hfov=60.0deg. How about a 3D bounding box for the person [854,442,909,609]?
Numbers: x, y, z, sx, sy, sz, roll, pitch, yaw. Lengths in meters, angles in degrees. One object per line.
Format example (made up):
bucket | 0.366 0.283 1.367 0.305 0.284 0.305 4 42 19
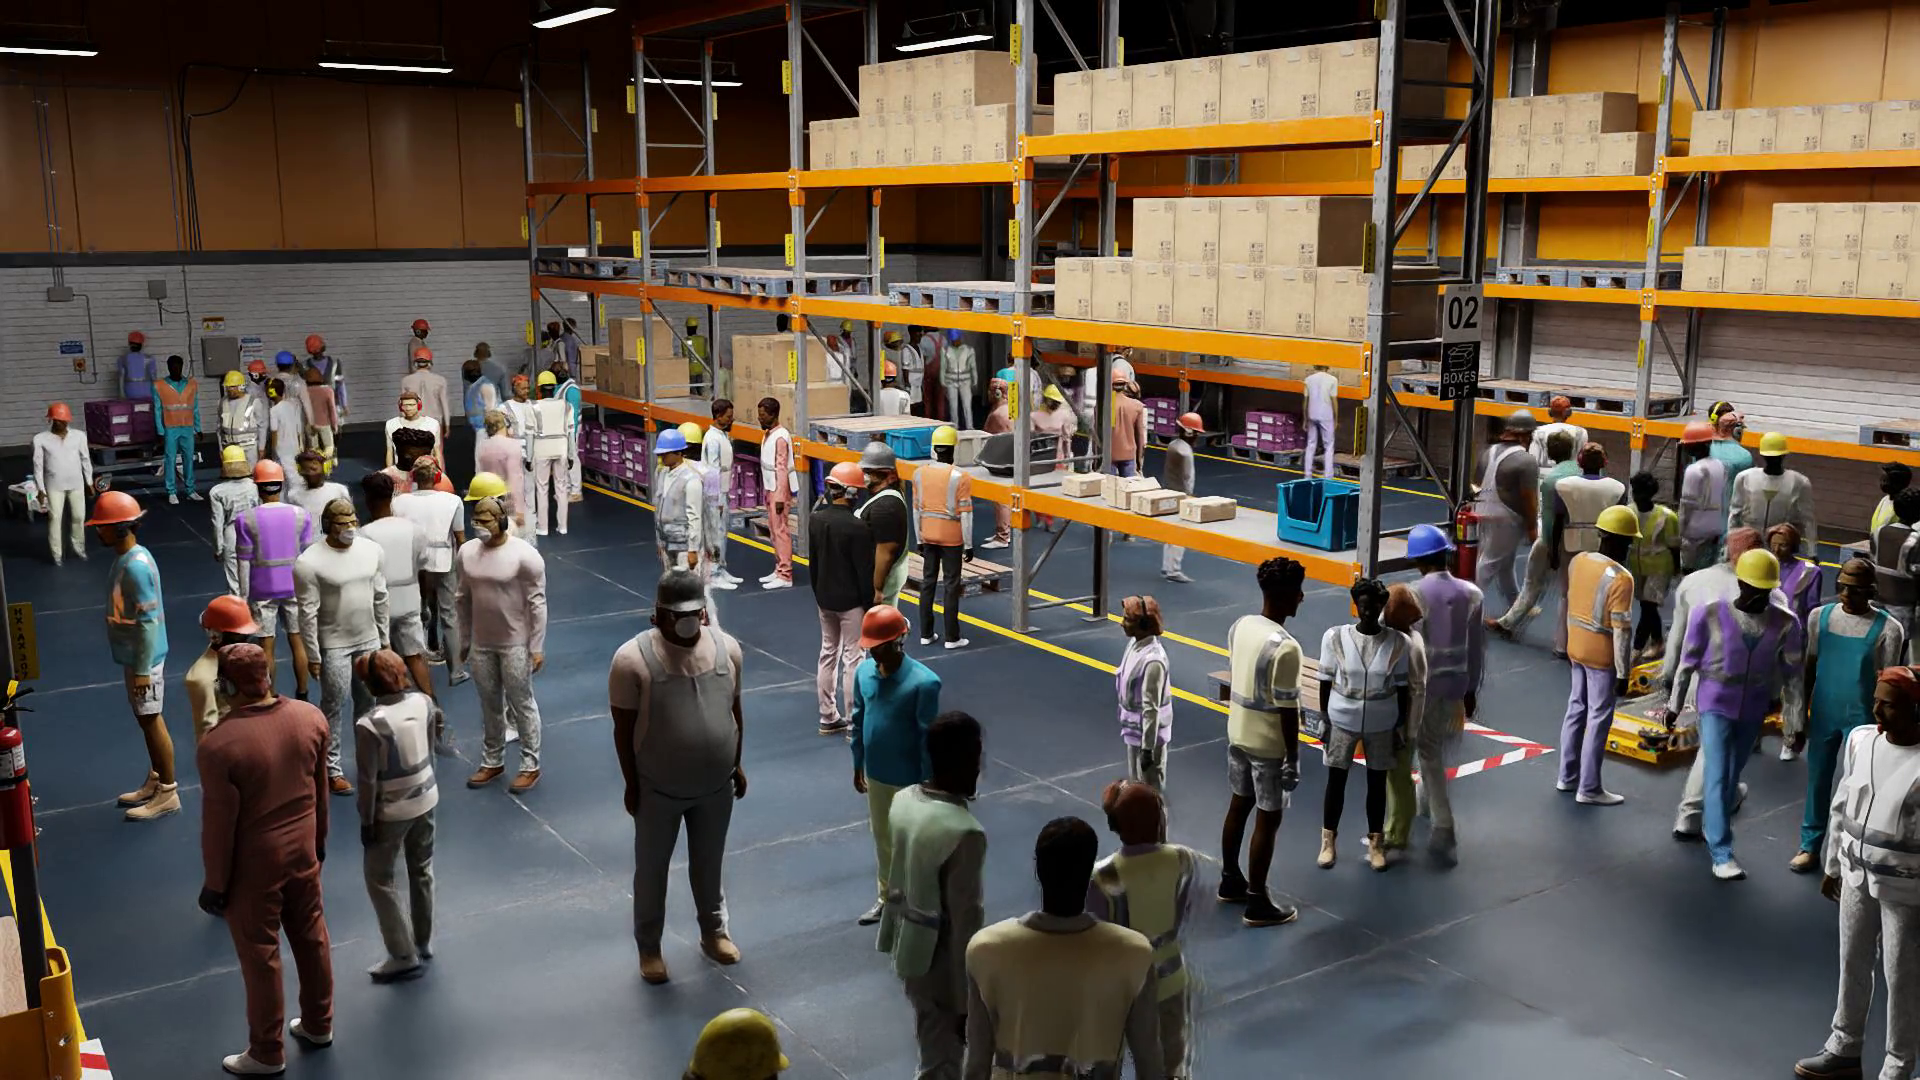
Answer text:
person | -0.651 0.272 12.461 0.538 2.000 0.683 0 11 -2

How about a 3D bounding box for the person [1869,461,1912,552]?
person | 7.686 0.190 13.761 0.317 1.695 0.540 2 11 10

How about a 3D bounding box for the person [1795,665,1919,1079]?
person | 3.843 1.434 6.918 0.347 1.882 0.584 -4 12 -19

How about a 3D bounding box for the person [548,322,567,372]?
person | -6.951 -2.822 28.693 0.356 1.887 0.574 -6 12 -27

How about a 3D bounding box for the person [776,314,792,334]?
person | -3.166 -3.168 30.382 0.369 1.915 0.597 -1 11 -3

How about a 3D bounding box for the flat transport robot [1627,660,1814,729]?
flat transport robot | 5.746 1.128 12.622 0.652 0.197 1.431 -8 13 -34

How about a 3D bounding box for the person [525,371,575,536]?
person | -4.759 -0.999 19.305 0.591 1.911 0.398 -8 14 -36

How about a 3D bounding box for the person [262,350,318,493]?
person | -8.855 -1.532 21.957 0.637 1.935 0.446 1 11 6

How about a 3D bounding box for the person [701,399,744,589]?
person | -2.399 -0.456 16.538 0.411 1.906 0.602 0 11 -1

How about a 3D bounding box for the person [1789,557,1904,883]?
person | 4.938 0.994 9.287 0.341 1.840 0.503 -9 14 -39

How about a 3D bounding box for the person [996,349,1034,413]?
person | 0.781 -1.790 23.502 0.565 1.850 0.390 5 12 22

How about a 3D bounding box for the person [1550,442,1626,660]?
person | 5.209 0.107 13.842 0.560 1.837 0.387 2 11 9

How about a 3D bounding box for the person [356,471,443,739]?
person | -3.961 0.479 11.646 0.622 1.940 0.796 -9 14 -40

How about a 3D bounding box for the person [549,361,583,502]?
person | -5.139 -1.413 21.636 0.429 1.831 0.634 -8 13 -35

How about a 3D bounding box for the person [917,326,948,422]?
person | -0.545 -2.858 28.476 0.536 2.000 0.678 10 15 42

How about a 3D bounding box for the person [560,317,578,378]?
person | -6.825 -2.922 29.069 0.355 1.936 0.635 -5 12 -24

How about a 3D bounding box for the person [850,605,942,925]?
person | -0.355 1.179 8.595 0.577 1.737 0.354 9 14 38

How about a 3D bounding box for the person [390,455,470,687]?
person | -4.147 0.255 13.049 0.565 1.846 0.390 -2 11 -9

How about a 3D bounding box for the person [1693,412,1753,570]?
person | 7.081 -0.234 15.388 0.406 1.911 0.636 -4 12 -22

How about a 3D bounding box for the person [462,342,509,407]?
person | -6.845 -1.911 24.043 0.646 1.890 0.954 -4 12 -18

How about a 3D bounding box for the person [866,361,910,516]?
person | -0.880 -1.212 20.318 0.547 1.938 0.377 -2 11 -10

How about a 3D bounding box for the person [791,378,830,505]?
person | -1.954 -1.449 21.265 0.686 2.000 0.538 -3 12 -17

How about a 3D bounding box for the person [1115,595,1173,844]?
person | 1.024 1.105 9.252 0.313 1.632 0.518 -1 11 -6

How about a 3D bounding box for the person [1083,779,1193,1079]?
person | 0.644 1.688 6.359 0.510 1.588 0.851 -5 12 -24

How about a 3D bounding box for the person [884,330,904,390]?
person | -1.057 -2.676 28.263 0.533 1.765 0.332 3 12 16

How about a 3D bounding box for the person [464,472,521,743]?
person | -3.250 0.473 11.726 0.381 1.923 0.592 -4 12 -19

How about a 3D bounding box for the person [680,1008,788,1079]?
person | -0.580 2.025 4.286 0.489 1.733 0.317 8 14 37

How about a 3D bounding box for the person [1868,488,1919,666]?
person | 7.009 0.447 12.465 0.322 1.690 0.534 -3 11 -13

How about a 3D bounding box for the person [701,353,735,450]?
person | -3.760 -2.110 25.724 0.467 1.619 0.506 11 15 44

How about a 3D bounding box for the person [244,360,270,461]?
person | -9.556 -1.573 22.678 0.370 1.742 0.566 -3 12 -17

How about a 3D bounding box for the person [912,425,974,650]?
person | -0.136 -0.025 14.304 0.587 1.919 0.403 7 13 31

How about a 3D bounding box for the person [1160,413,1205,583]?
person | 2.256 -0.425 16.829 0.412 1.726 0.585 -1 11 -7

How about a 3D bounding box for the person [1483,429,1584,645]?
person | 5.061 -0.013 14.311 0.634 1.894 0.957 -10 15 -41

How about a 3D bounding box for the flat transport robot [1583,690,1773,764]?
flat transport robot | 5.072 1.289 11.798 1.431 0.197 0.652 -8 13 -34

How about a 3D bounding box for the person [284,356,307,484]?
person | -9.197 -1.643 22.899 0.337 1.804 0.651 -6 13 -28

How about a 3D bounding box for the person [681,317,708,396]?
person | -4.696 -2.971 29.349 0.374 1.924 0.594 9 14 38

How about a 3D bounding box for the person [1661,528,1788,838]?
person | 4.629 0.844 10.027 0.964 1.843 0.659 -8 14 -36

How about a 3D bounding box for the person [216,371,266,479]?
person | -8.782 -1.156 20.304 0.603 1.828 0.404 1 11 4

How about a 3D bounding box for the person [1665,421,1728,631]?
person | 6.504 -0.092 14.652 0.553 1.913 0.486 -9 15 -40

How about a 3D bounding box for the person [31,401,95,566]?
person | -9.535 -0.604 17.712 0.368 1.755 0.573 11 15 43

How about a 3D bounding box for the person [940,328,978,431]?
person | -0.014 -2.524 27.175 0.623 1.879 0.906 0 11 0

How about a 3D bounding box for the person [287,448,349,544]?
person | -5.219 0.132 13.705 0.527 1.841 0.812 -2 11 -11

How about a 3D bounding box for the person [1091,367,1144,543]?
person | 1.780 -0.962 18.896 0.623 1.989 0.400 -3 11 -14

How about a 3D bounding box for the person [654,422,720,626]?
person | -2.352 -0.065 14.480 0.589 1.926 0.377 2 11 13

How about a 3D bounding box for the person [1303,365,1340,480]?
person | 4.932 -1.635 22.768 0.511 1.829 0.366 9 14 39

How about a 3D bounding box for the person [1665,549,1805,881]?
person | 4.383 0.965 9.344 0.633 1.868 0.979 1 11 4

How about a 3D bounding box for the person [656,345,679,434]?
person | -4.960 -2.647 27.940 0.504 1.838 0.338 1 11 3
